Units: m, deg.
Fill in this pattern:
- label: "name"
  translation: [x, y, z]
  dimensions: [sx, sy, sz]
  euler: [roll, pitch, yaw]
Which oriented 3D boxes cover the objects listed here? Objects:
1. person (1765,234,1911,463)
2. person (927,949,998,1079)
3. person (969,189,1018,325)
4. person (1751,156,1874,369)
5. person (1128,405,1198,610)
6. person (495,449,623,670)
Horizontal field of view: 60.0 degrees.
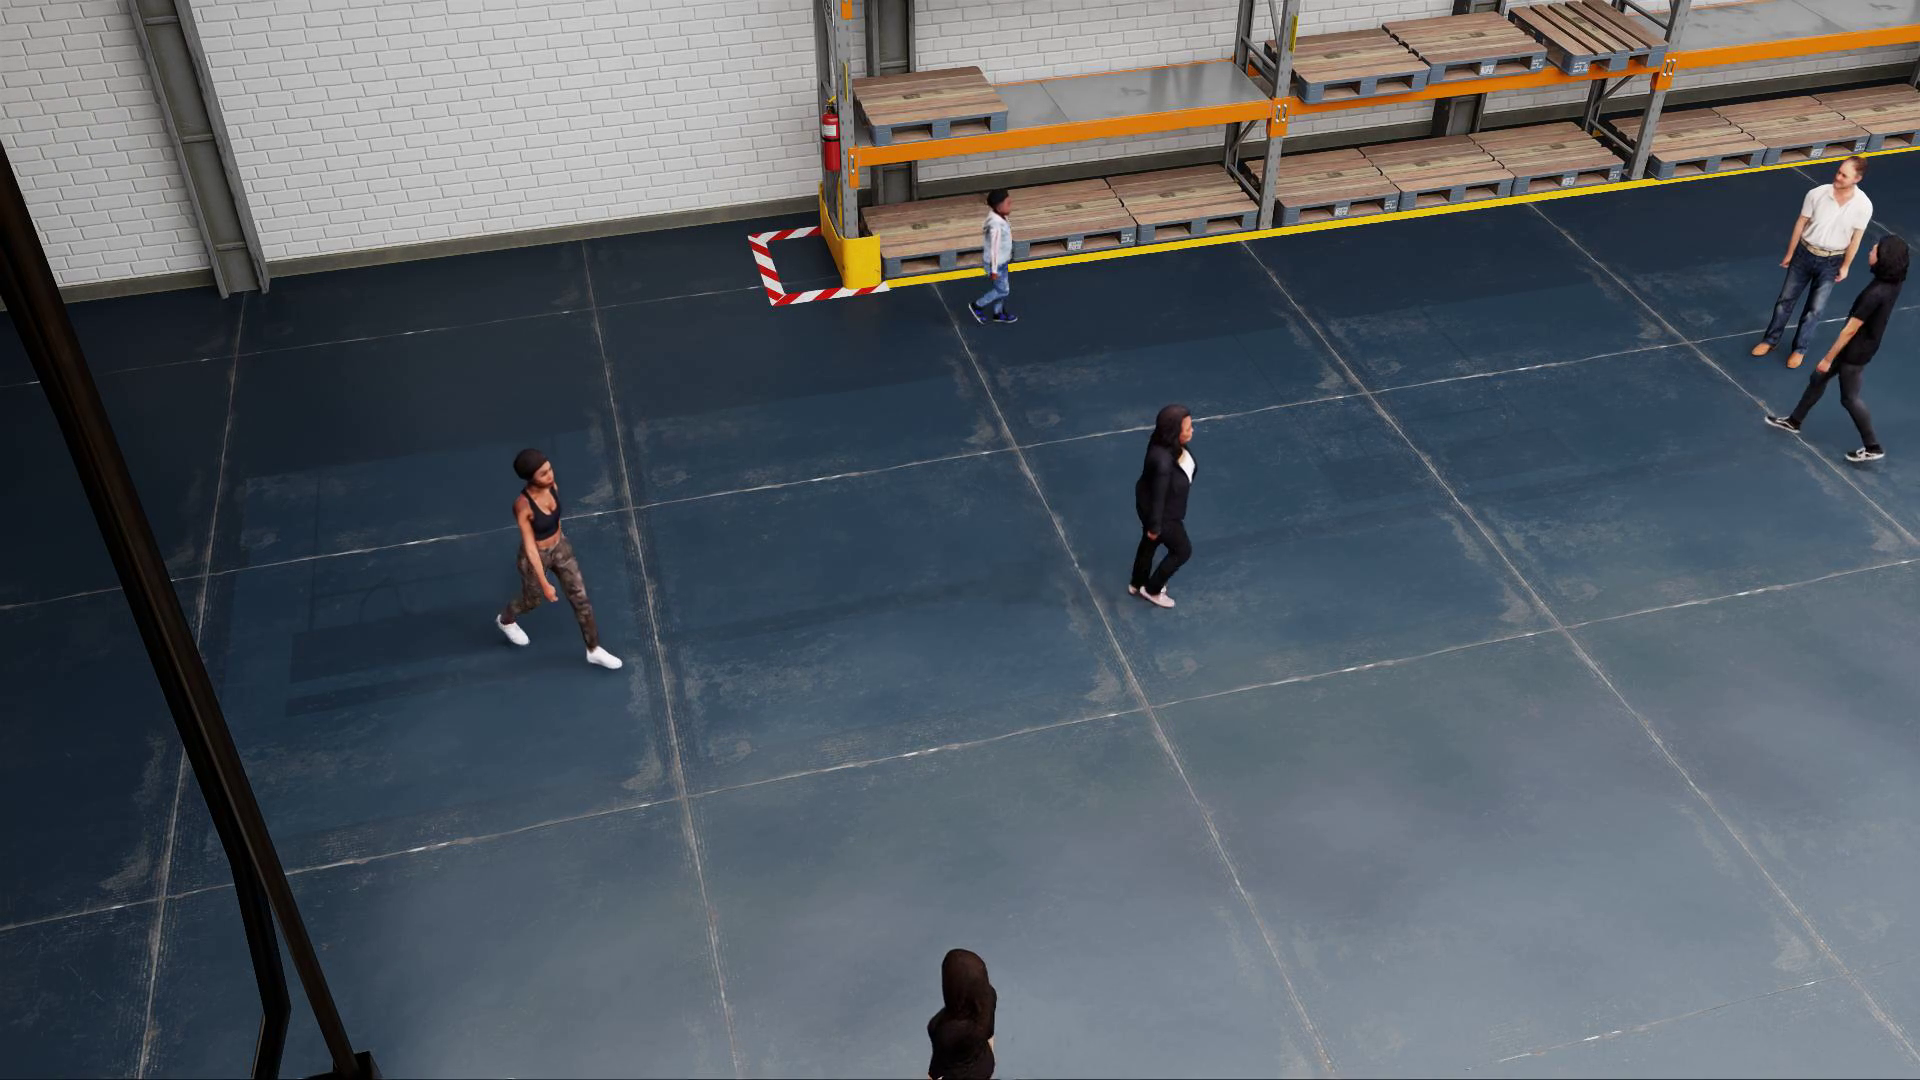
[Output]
- label: "person"
  translation: [6.771, -1.384, 12.405]
  dimensions: [1.120, 1.799, 1.164]
  euler: [28, 46, 30]
- label: "person"
  translation: [0.076, 2.518, 7.664]
  dimensions: [1.057, 1.617, 0.998]
  euler: [20, 43, 24]
- label: "person"
  translation: [0.259, -2.393, 14.106]
  dimensions: [0.708, 1.253, 0.601]
  euler: [5, 39, 6]
- label: "person"
  translation: [6.983, -2.289, 13.497]
  dimensions: [0.750, 1.851, 0.763]
  euler: [29, 47, 32]
- label: "person"
  translation: [1.258, -0.217, 11.105]
  dimensions: [0.744, 1.599, 0.736]
  euler: [2, 39, 3]
- label: "person"
  translation: [-2.723, 0.129, 10.623]
  dimensions: [1.168, 1.660, 1.081]
  euler: [19, 42, 22]
